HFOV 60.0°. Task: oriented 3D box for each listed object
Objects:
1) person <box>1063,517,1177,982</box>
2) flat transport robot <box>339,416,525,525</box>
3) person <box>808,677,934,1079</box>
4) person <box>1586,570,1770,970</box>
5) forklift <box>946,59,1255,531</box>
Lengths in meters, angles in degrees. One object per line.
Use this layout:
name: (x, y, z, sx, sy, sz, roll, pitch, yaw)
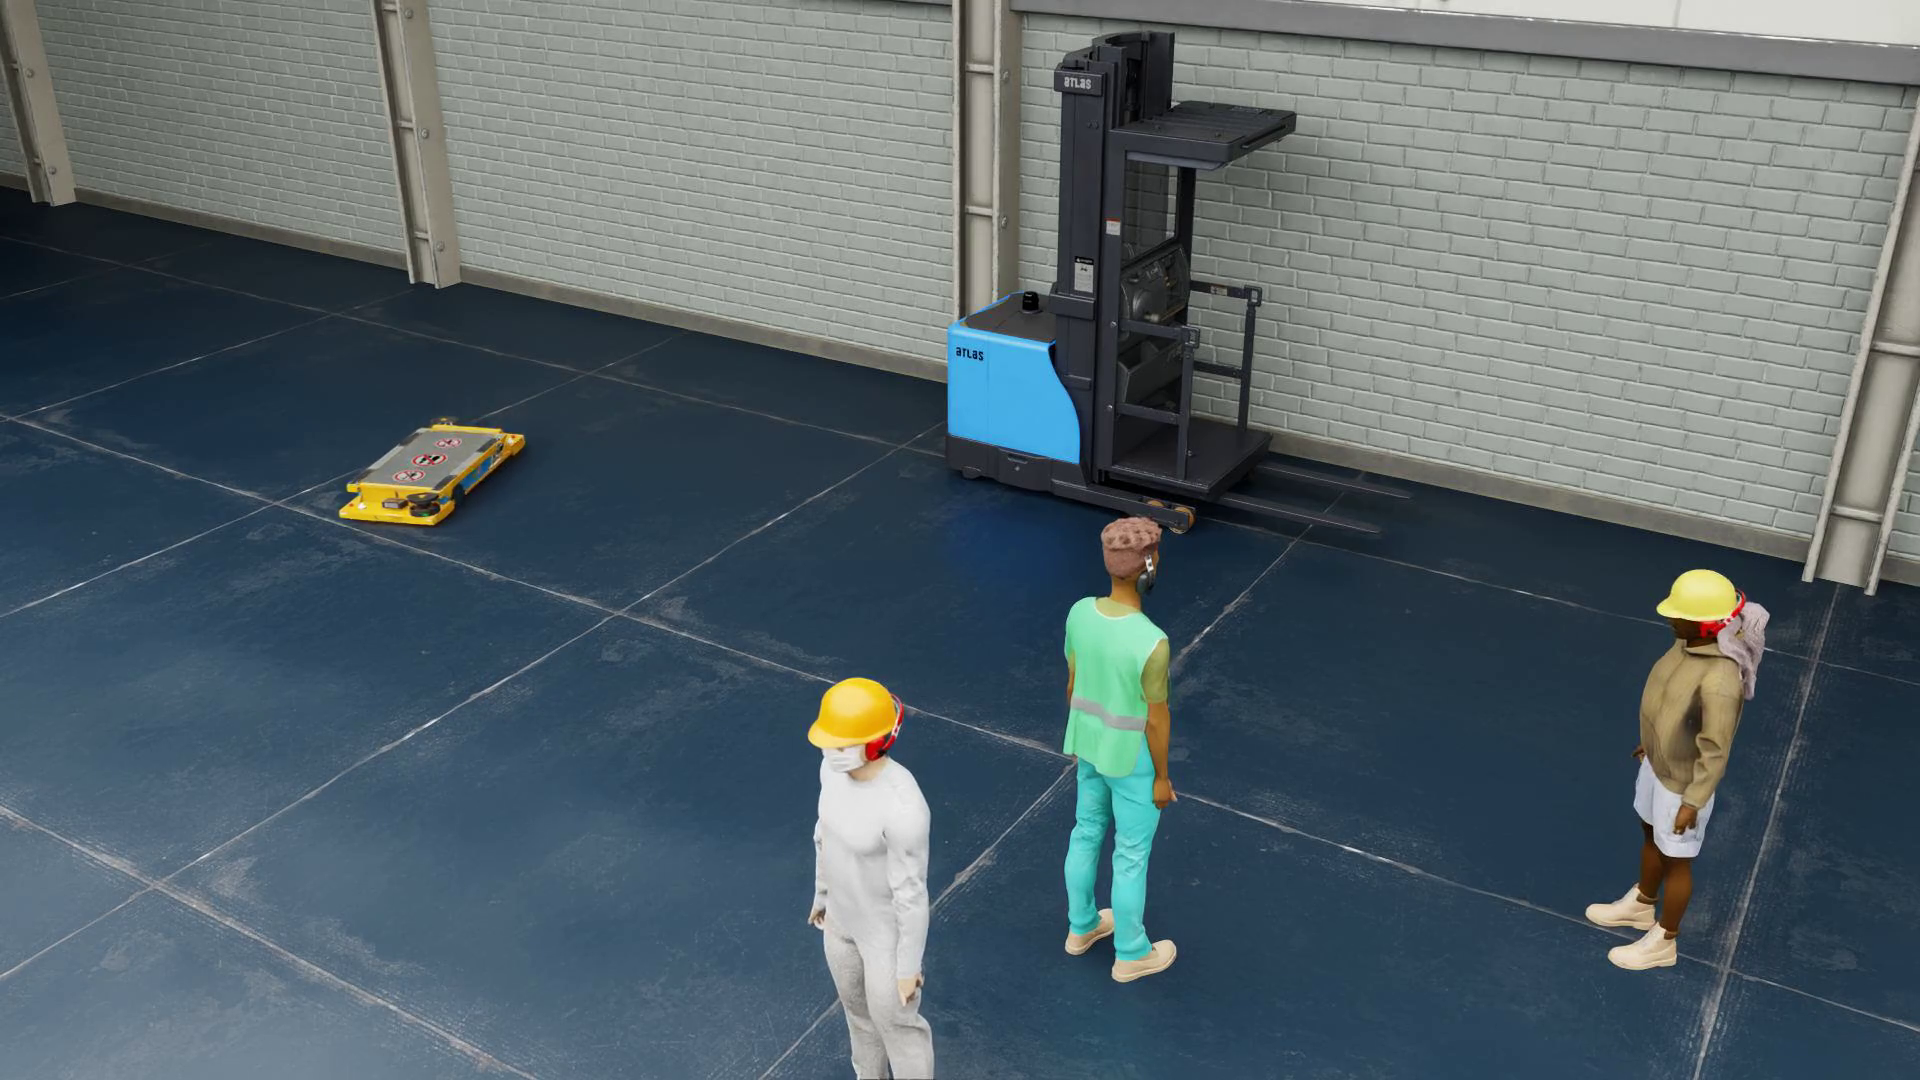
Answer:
person: (0.613, 0.835, 6.498, 0.402, 1.978, 0.484, -22, 33, -38)
flat transport robot: (-3.551, -0.478, 11.269, 0.659, 0.231, 1.431, 4, 26, 9)
person: (-0.317, 1.291, 5.636, 0.380, 1.889, 0.561, -18, 31, -34)
person: (2.854, 0.911, 6.590, 0.414, 1.755, 0.542, 2, 25, 3)
forklift: (0.933, -1.707, 10.833, 1.873, 2.768, 1.129, 15, 29, 28)
